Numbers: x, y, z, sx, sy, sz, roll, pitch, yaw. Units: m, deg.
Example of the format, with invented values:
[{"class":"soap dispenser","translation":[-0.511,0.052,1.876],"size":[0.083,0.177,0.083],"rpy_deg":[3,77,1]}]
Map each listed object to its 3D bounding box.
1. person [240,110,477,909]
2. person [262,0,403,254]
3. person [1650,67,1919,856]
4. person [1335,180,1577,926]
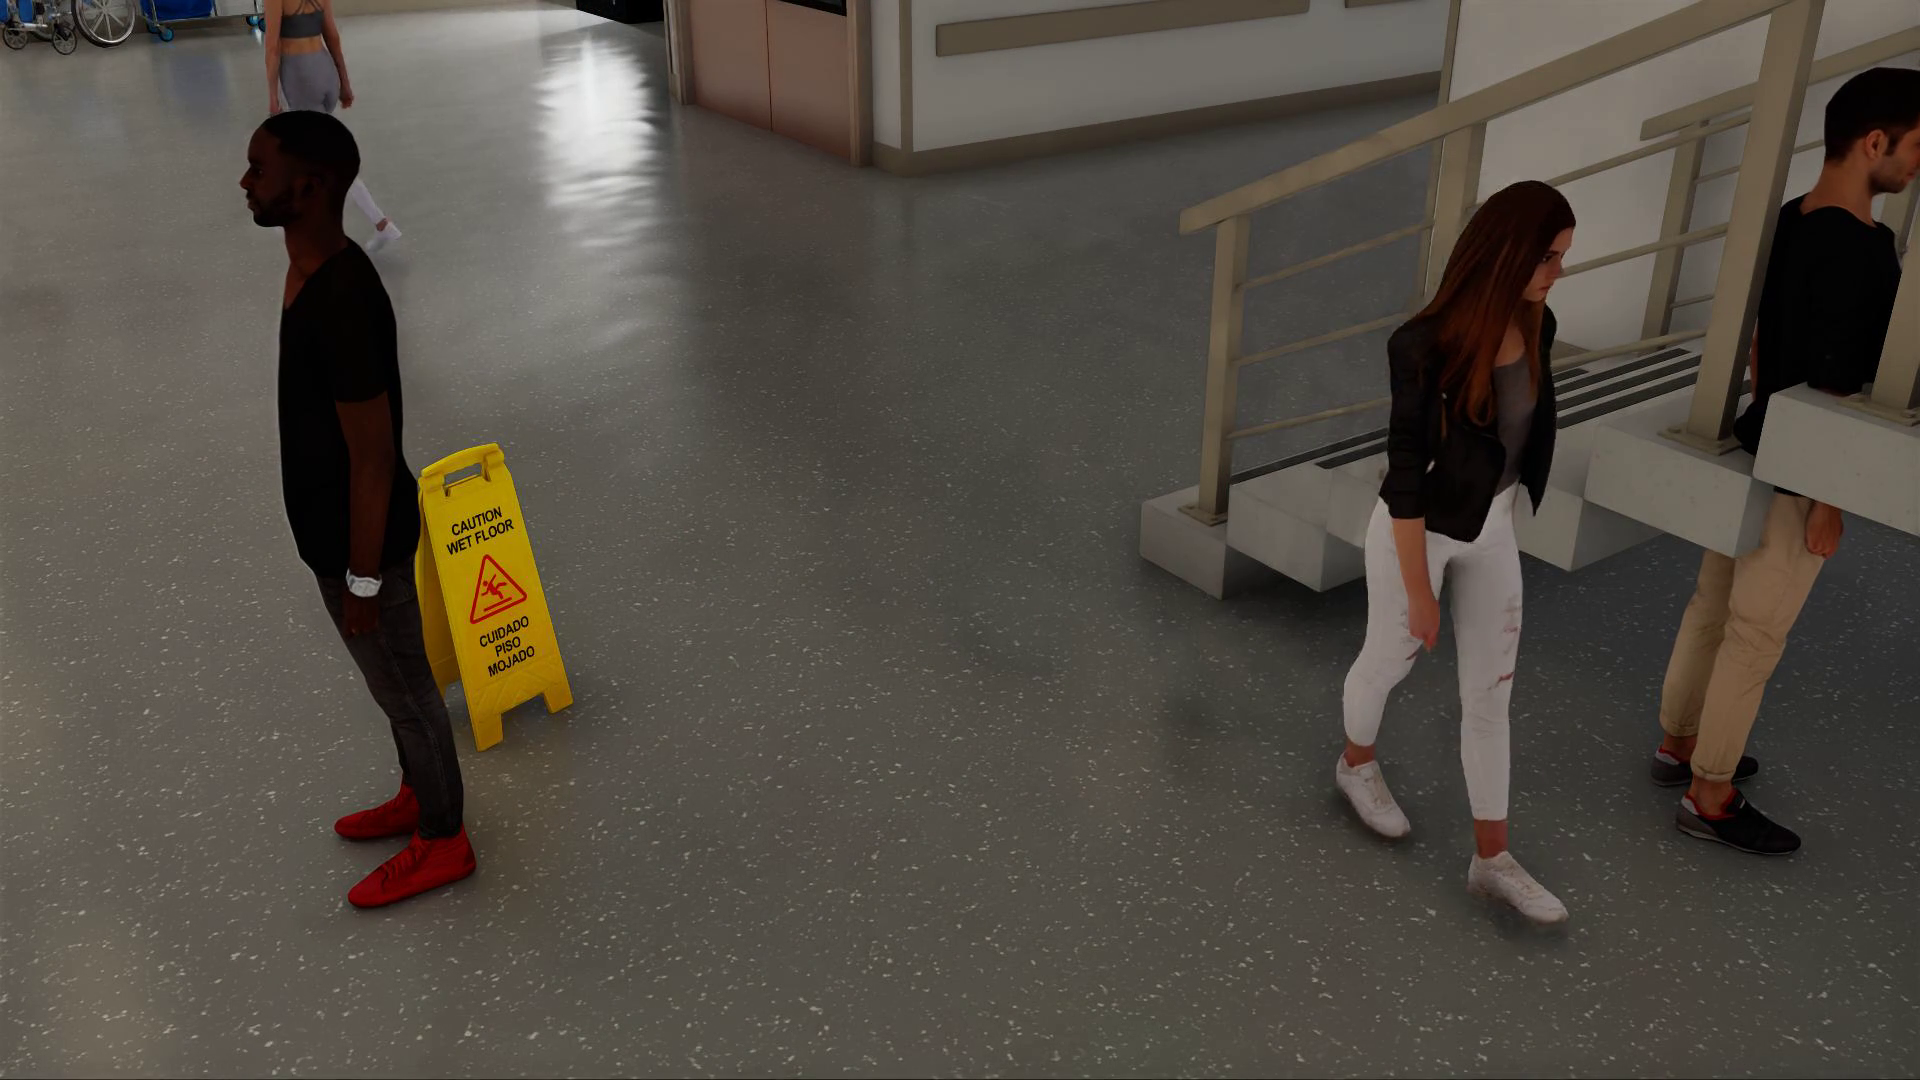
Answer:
[{"class":"person","translation":[-1.317,-0.041,3.687],"size":[0.734,1.806,0.533],"rpy_deg":[-11,28,-22]},{"class":"person","translation":[-3.236,-2.259,8.449],"size":[1.205,1.664,0.947],"rpy_deg":[12,28,23]},{"class":"person","translation":[1.915,-0.158,3.878],"size":[0.765,1.850,0.694],"rpy_deg":[3,26,7]},{"class":"person","translation":[1.043,-0.015,3.795],"size":[0.745,1.665,1.037],"rpy_deg":[-11,28,-22]}]
